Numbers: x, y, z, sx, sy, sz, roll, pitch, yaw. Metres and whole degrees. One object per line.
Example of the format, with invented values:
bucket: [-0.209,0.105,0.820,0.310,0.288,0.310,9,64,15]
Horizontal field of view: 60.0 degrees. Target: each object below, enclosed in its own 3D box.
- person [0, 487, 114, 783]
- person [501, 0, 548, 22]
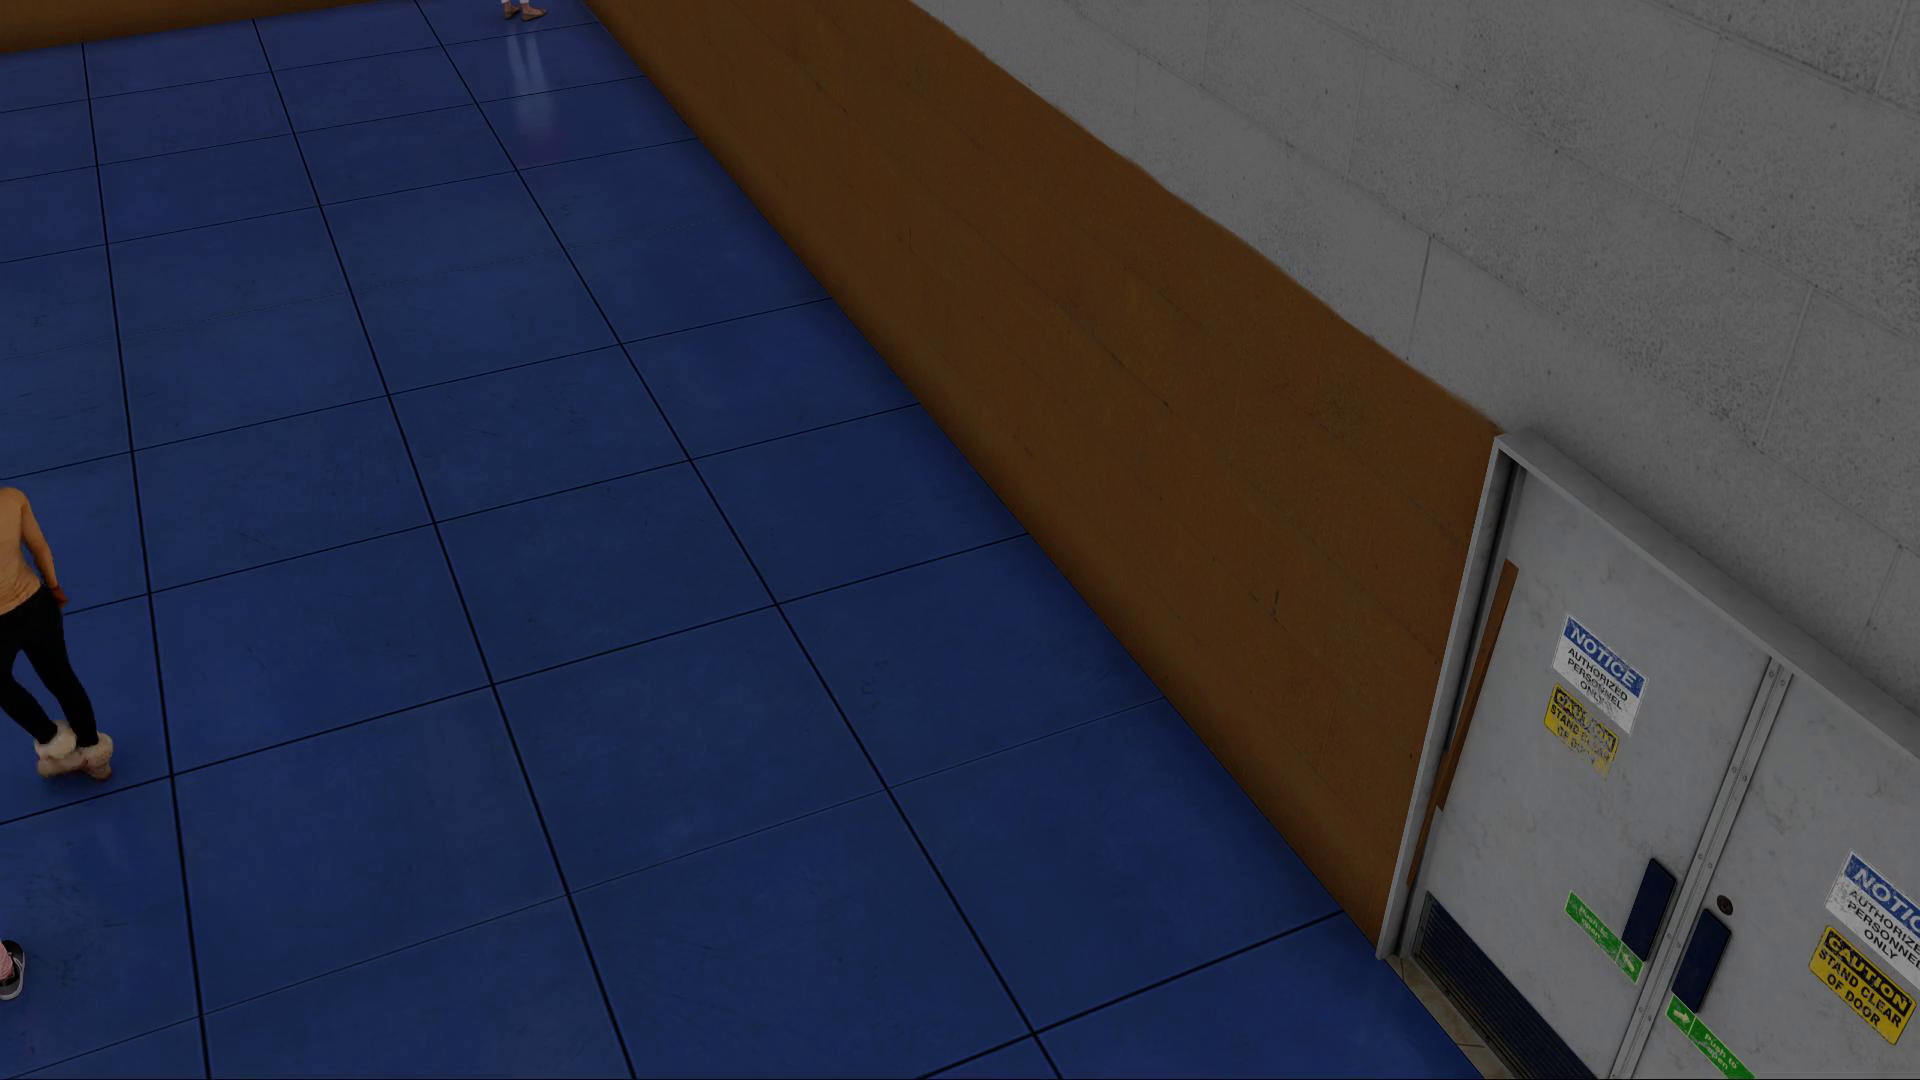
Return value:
person: [-3.596,0.326,6.413,0.787,1.650,0.700,19,41,23]
person: [-3.744,-5.139,13.657,0.646,1.693,0.707,12,39,15]
